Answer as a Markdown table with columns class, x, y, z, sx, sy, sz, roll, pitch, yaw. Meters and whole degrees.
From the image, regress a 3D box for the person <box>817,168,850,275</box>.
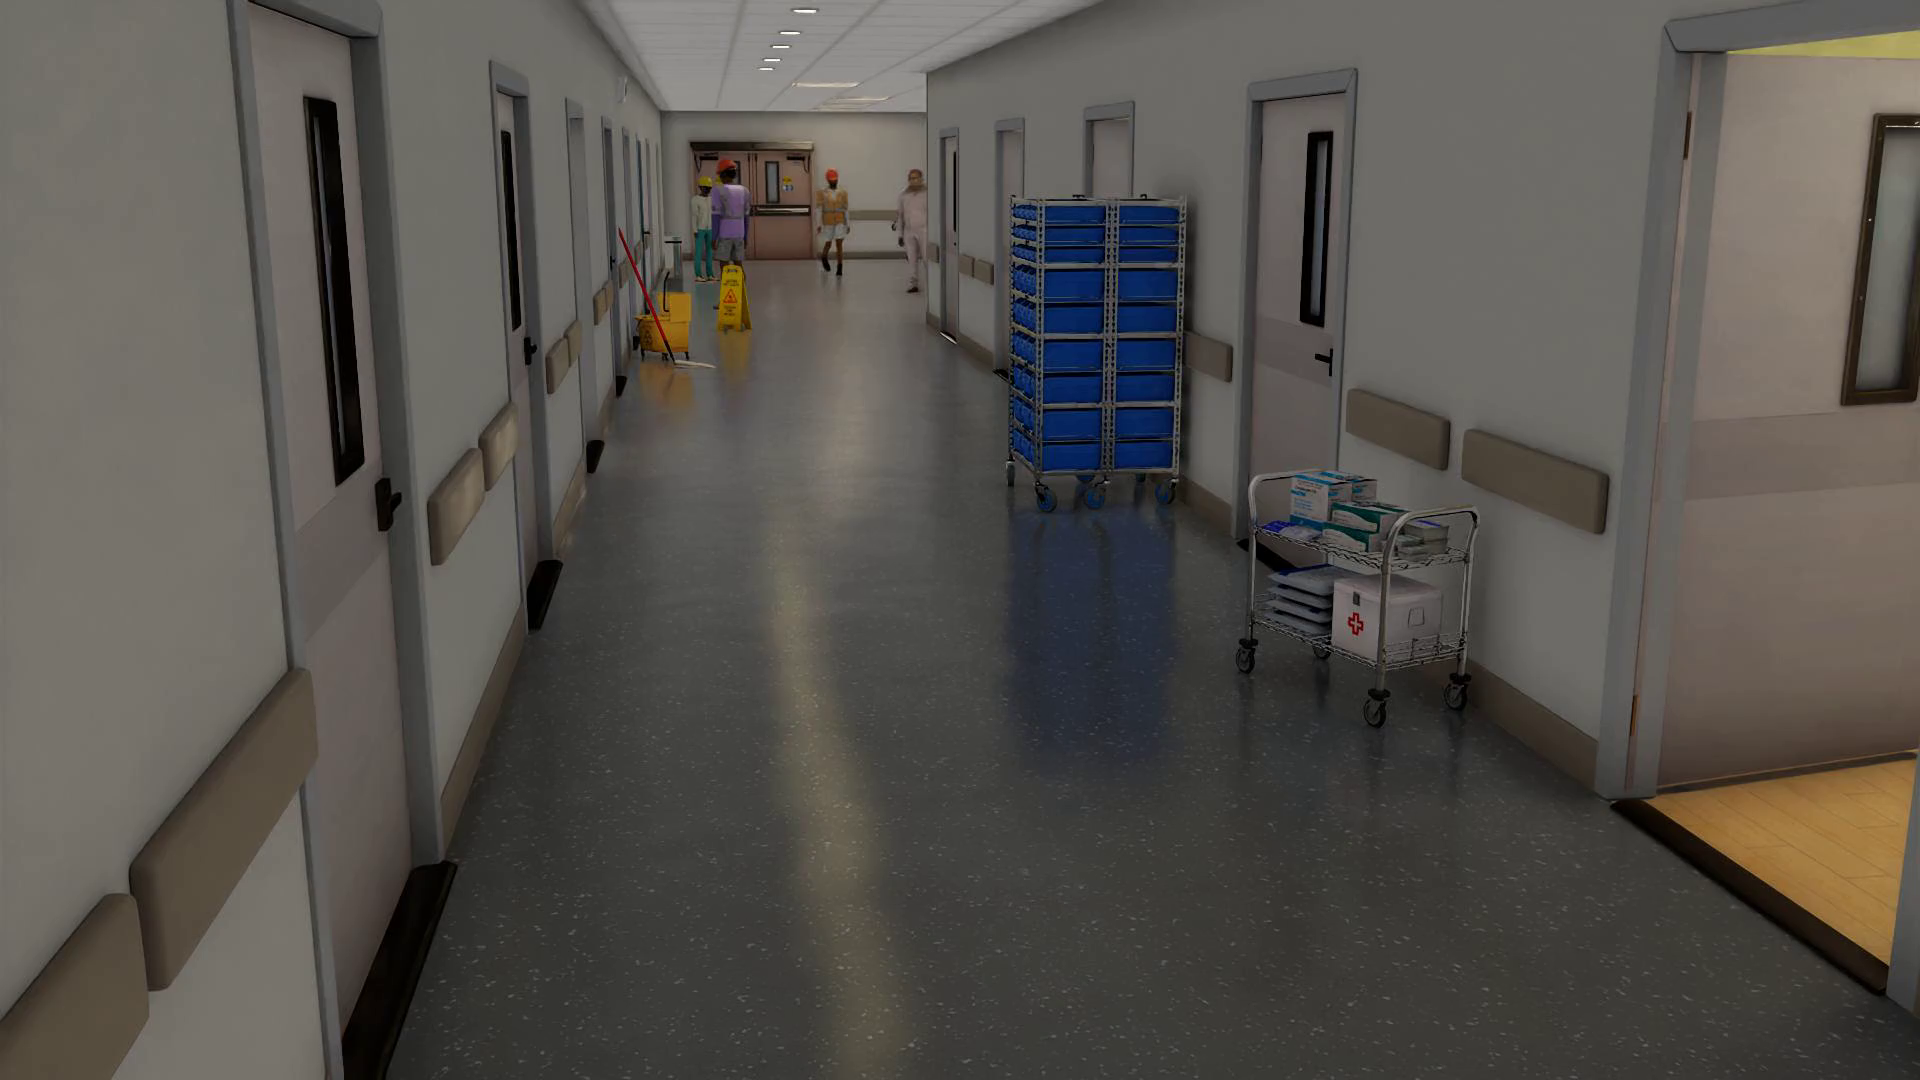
| class | x | y | z | sx | sy | sz | roll | pitch | yaw |
| --- | --- | --- | --- | --- | --- | --- | --- | --- | --- |
| person | -2.283 | -5.718 | 29.872 | 0.585 | 1.903 | 0.792 | -3 | 13 | -11 |

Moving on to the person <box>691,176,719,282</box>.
| class | x | y | z | sx | sy | sz | roll | pitch | yaw |
| --- | --- | --- | --- | --- | --- | --- | --- | --- | --- |
| person | -4.284 | -5.235 | 28.037 | 0.517 | 1.757 | 0.342 | -12 | 17 | -42 |

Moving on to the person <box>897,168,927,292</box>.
| class | x | y | z | sx | sy | sz | roll | pitch | yaw |
| --- | --- | --- | --- | --- | --- | --- | --- | --- | --- |
| person | -0.633 | -4.780 | 25.738 | 0.682 | 1.914 | 0.494 | 4 | 13 | 16 |

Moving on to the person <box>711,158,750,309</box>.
| class | x | y | z | sx | sy | sz | roll | pitch | yaw |
| --- | --- | --- | --- | --- | --- | --- | --- | --- | --- |
| person | -3.139 | -4.148 | 22.607 | 0.609 | 2.032 | 0.410 | -12 | 18 | -43 |
